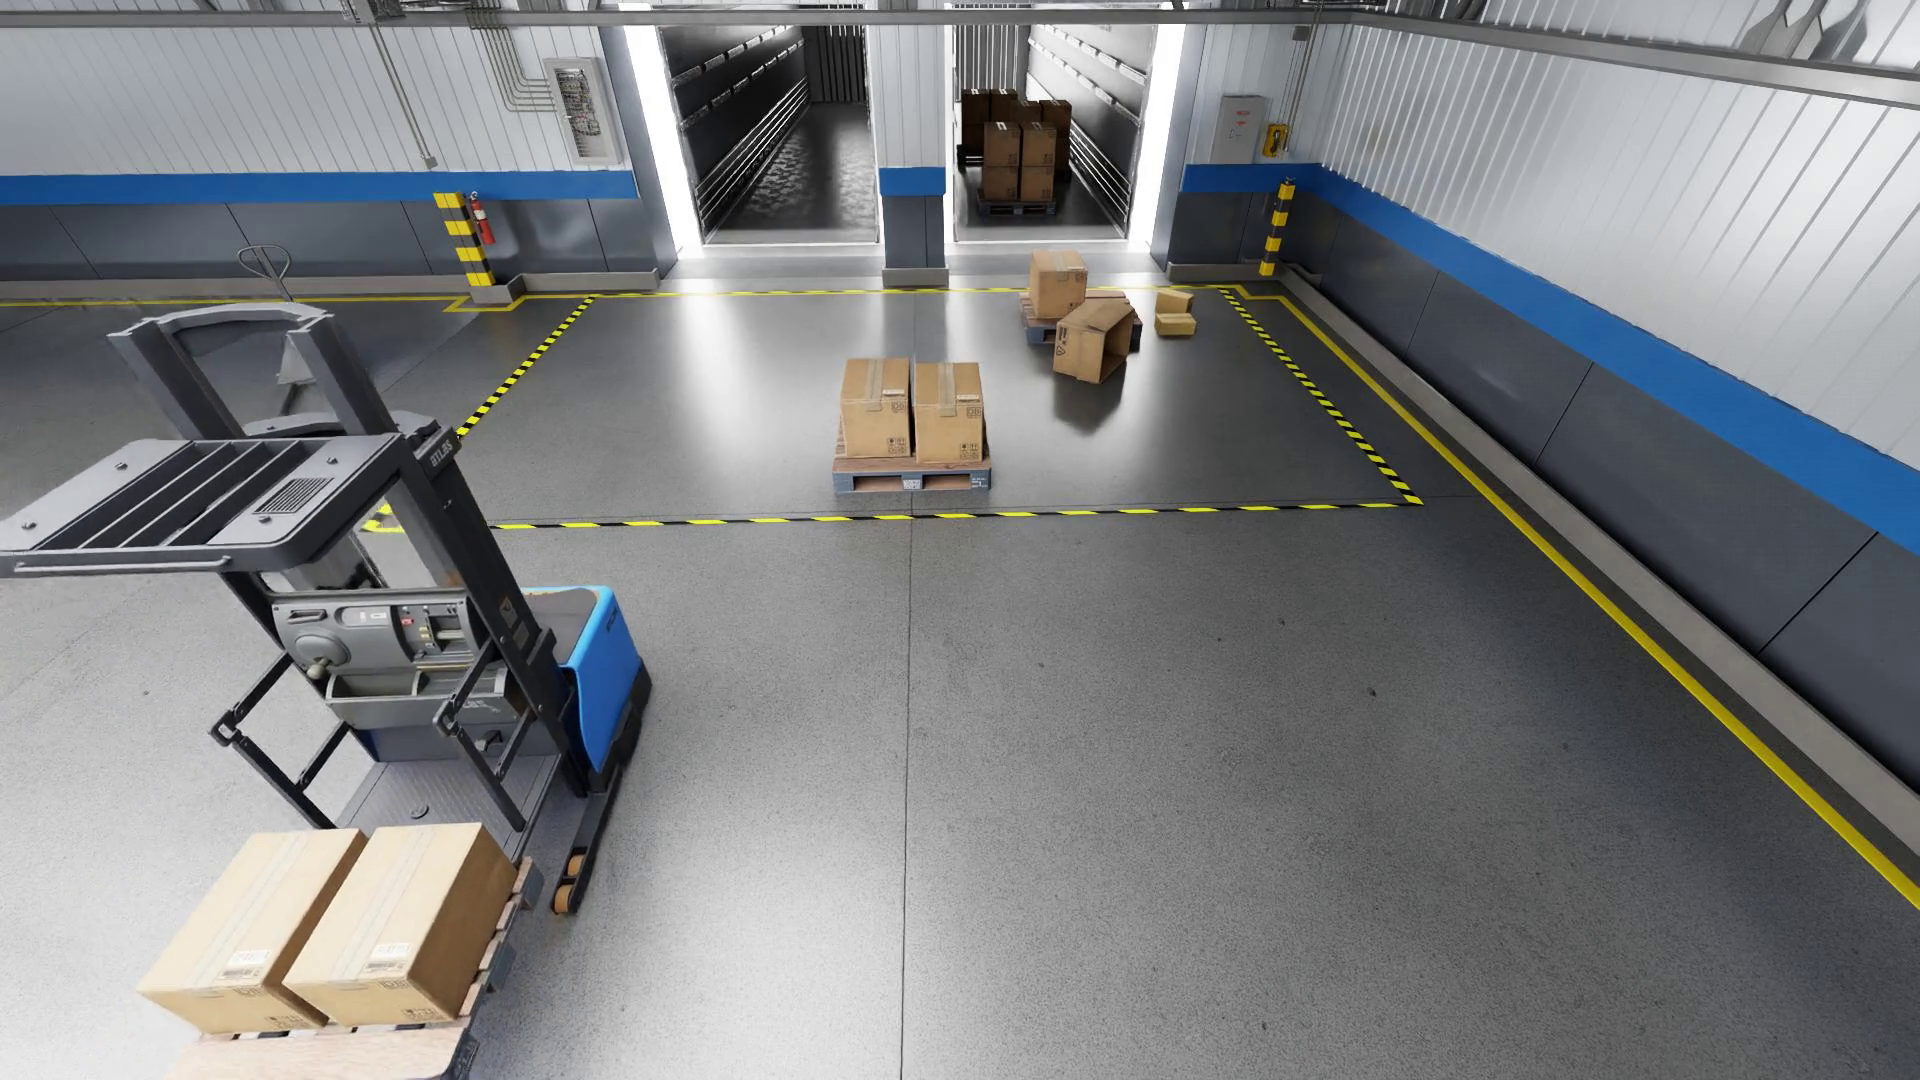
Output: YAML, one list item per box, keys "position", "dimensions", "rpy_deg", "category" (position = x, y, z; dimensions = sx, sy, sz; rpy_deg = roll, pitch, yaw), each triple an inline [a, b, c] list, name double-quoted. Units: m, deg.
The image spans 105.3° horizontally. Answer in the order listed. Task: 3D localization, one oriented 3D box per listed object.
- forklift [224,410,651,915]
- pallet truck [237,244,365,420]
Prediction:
- position: [-2.060, 0.303, 3.156]
  dimensions: [0.716, 2.013, 0.776]
  rpy_deg: [-2, 39, -2]
  category: "forklift"
- position: [-5.915, -1.733, 6.366]
  dimensions: [0.680, 1.201, 1.601]
  rpy_deg: [-18, 42, -21]
  category: "pallet truck"
